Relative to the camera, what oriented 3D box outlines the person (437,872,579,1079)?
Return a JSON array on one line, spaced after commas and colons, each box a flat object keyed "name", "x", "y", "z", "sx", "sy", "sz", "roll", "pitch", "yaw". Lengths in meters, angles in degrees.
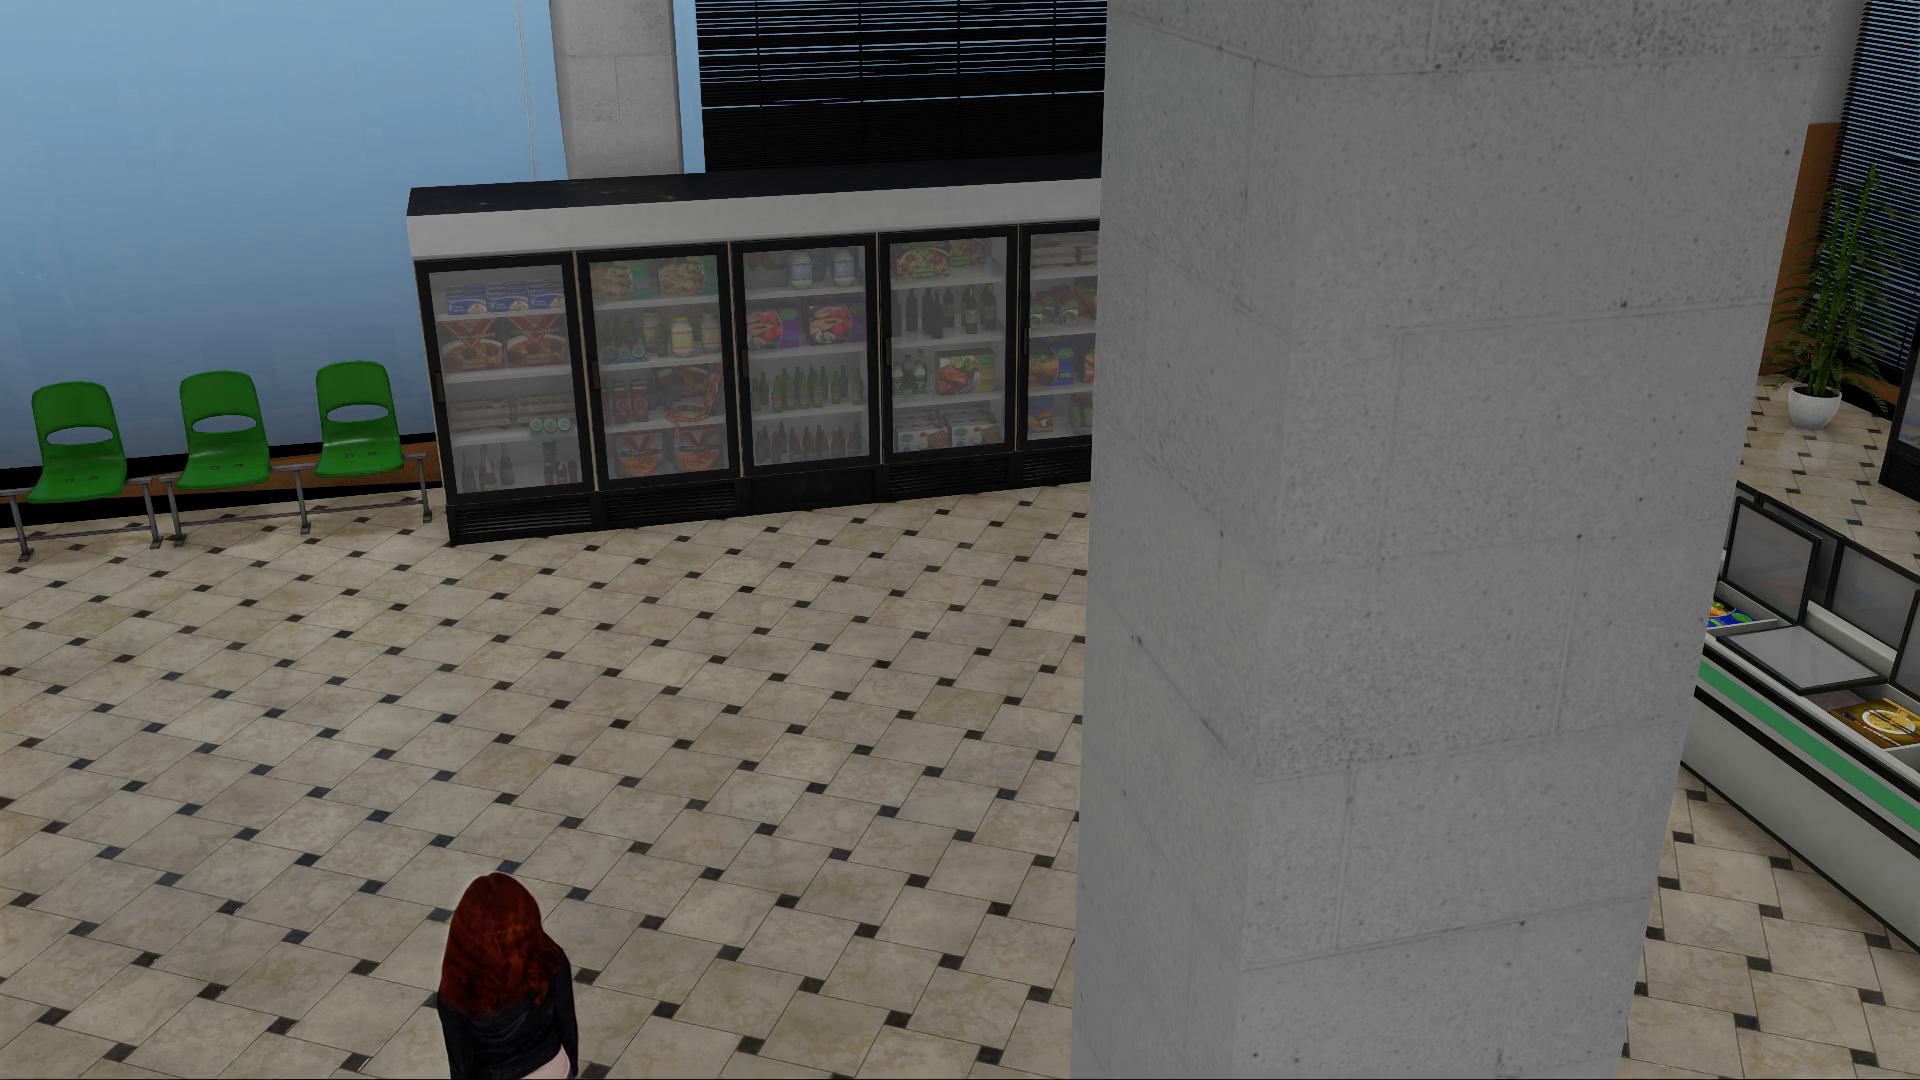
[{"name": "person", "x": -1.385, "y": 1.801, "z": 5.257, "sx": 0.631, "sy": 1.787, "sz": 0.631, "roll": -14, "pitch": 27, "yaw": -28}]
